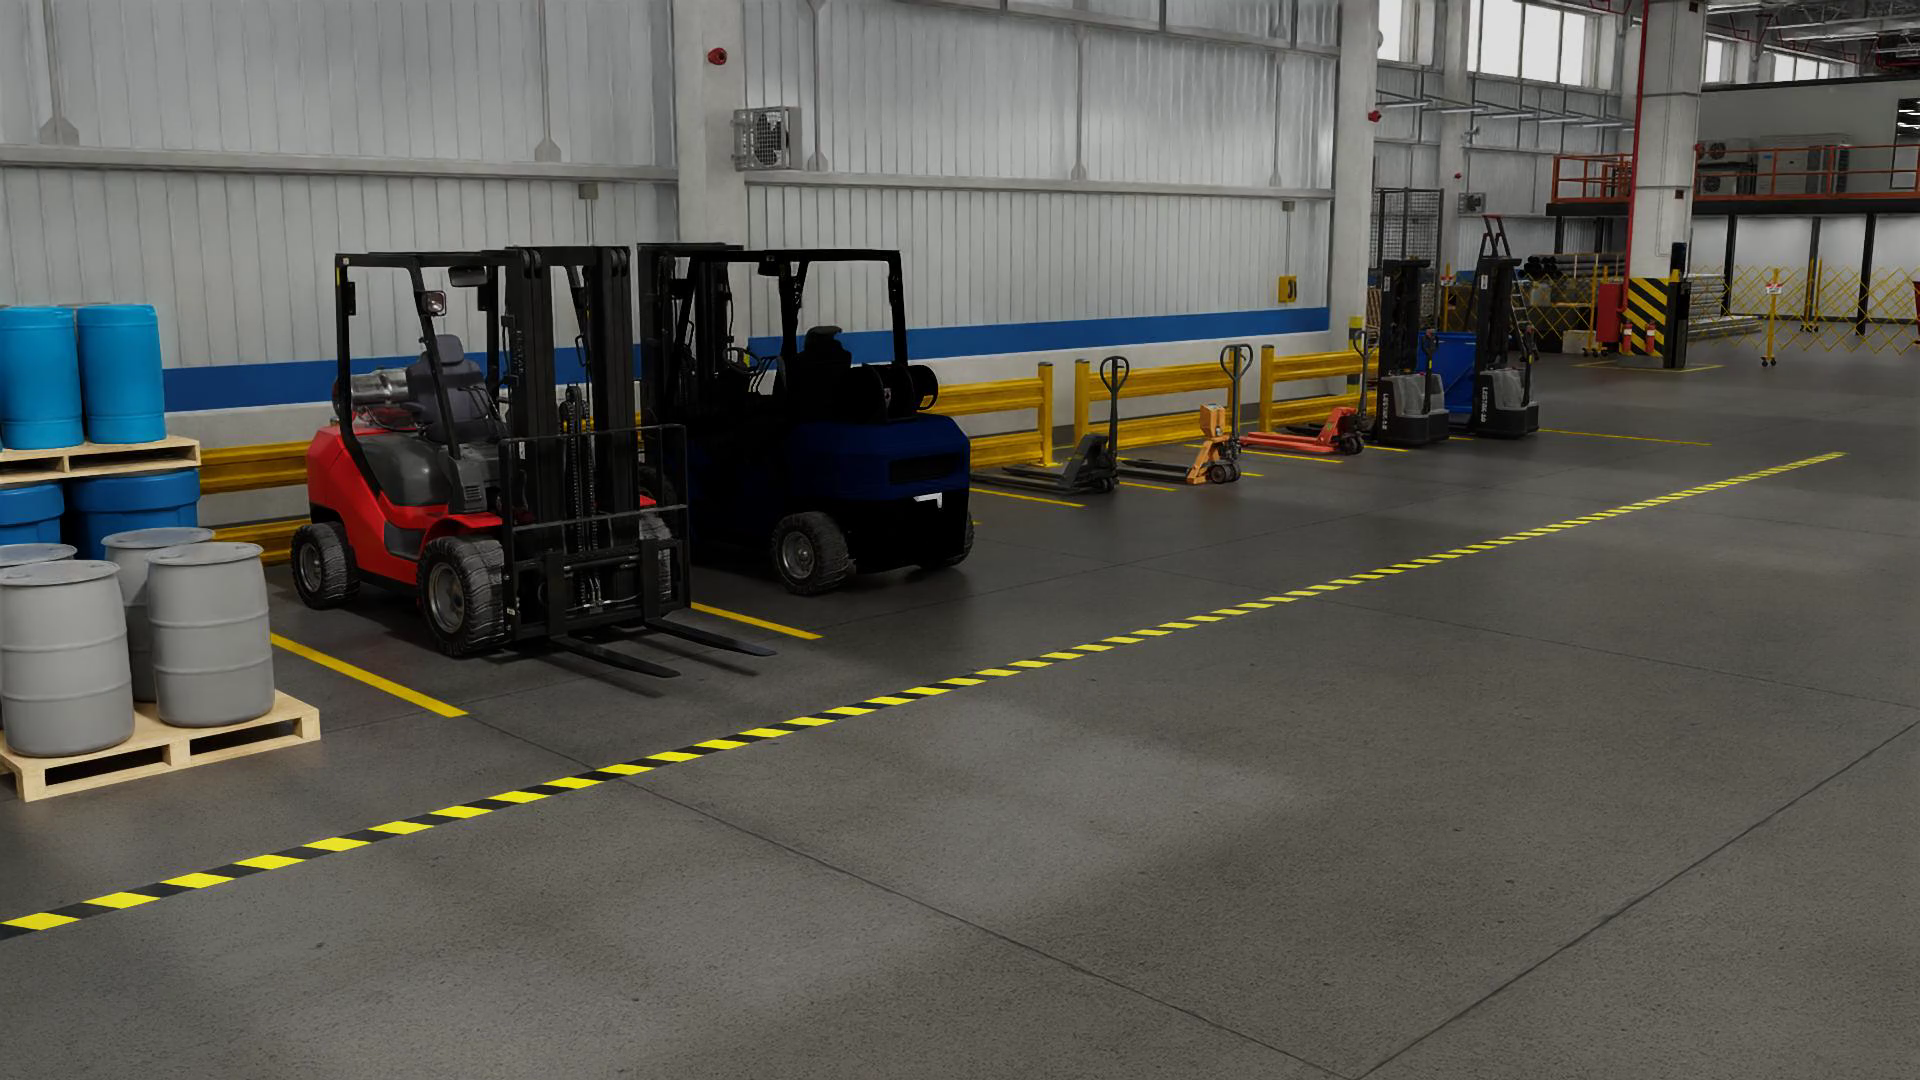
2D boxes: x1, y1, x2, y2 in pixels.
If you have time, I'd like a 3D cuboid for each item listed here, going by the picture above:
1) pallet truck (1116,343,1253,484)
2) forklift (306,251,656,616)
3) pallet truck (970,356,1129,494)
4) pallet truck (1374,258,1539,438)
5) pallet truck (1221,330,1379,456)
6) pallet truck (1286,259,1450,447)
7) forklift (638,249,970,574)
[{"bbox_3d":[1.962,-1.215,15.415,1.522,1.261,0.704,10,14,43],"label":"pallet truck"},{"bbox_3d":[-2.833,-0.669,9.694,1.157,1.987,2.680,-10,14,-44],"label":"forklift"},{"bbox_3d":[0.784,-1.085,14.876,0.680,1.201,1.601,-10,14,-44],"label":"pallet truck"},{"bbox_3d":[5.704,-2.208,18.901,1.885,1.965,0.823,10,14,43],"label":"pallet truck"},{"bbox_3d":[3.563,-1.581,17.381,0.653,1.274,1.630,-10,14,-44],"label":"pallet truck"},{"bbox_3d":[4.493,-2.078,18.196,0.823,1.965,1.885,-9,14,-40],"label":"pallet truck"},{"bbox_3d":[-1.173,-0.958,11.239,2.680,1.987,1.157,10,14,43],"label":"forklift"}]
